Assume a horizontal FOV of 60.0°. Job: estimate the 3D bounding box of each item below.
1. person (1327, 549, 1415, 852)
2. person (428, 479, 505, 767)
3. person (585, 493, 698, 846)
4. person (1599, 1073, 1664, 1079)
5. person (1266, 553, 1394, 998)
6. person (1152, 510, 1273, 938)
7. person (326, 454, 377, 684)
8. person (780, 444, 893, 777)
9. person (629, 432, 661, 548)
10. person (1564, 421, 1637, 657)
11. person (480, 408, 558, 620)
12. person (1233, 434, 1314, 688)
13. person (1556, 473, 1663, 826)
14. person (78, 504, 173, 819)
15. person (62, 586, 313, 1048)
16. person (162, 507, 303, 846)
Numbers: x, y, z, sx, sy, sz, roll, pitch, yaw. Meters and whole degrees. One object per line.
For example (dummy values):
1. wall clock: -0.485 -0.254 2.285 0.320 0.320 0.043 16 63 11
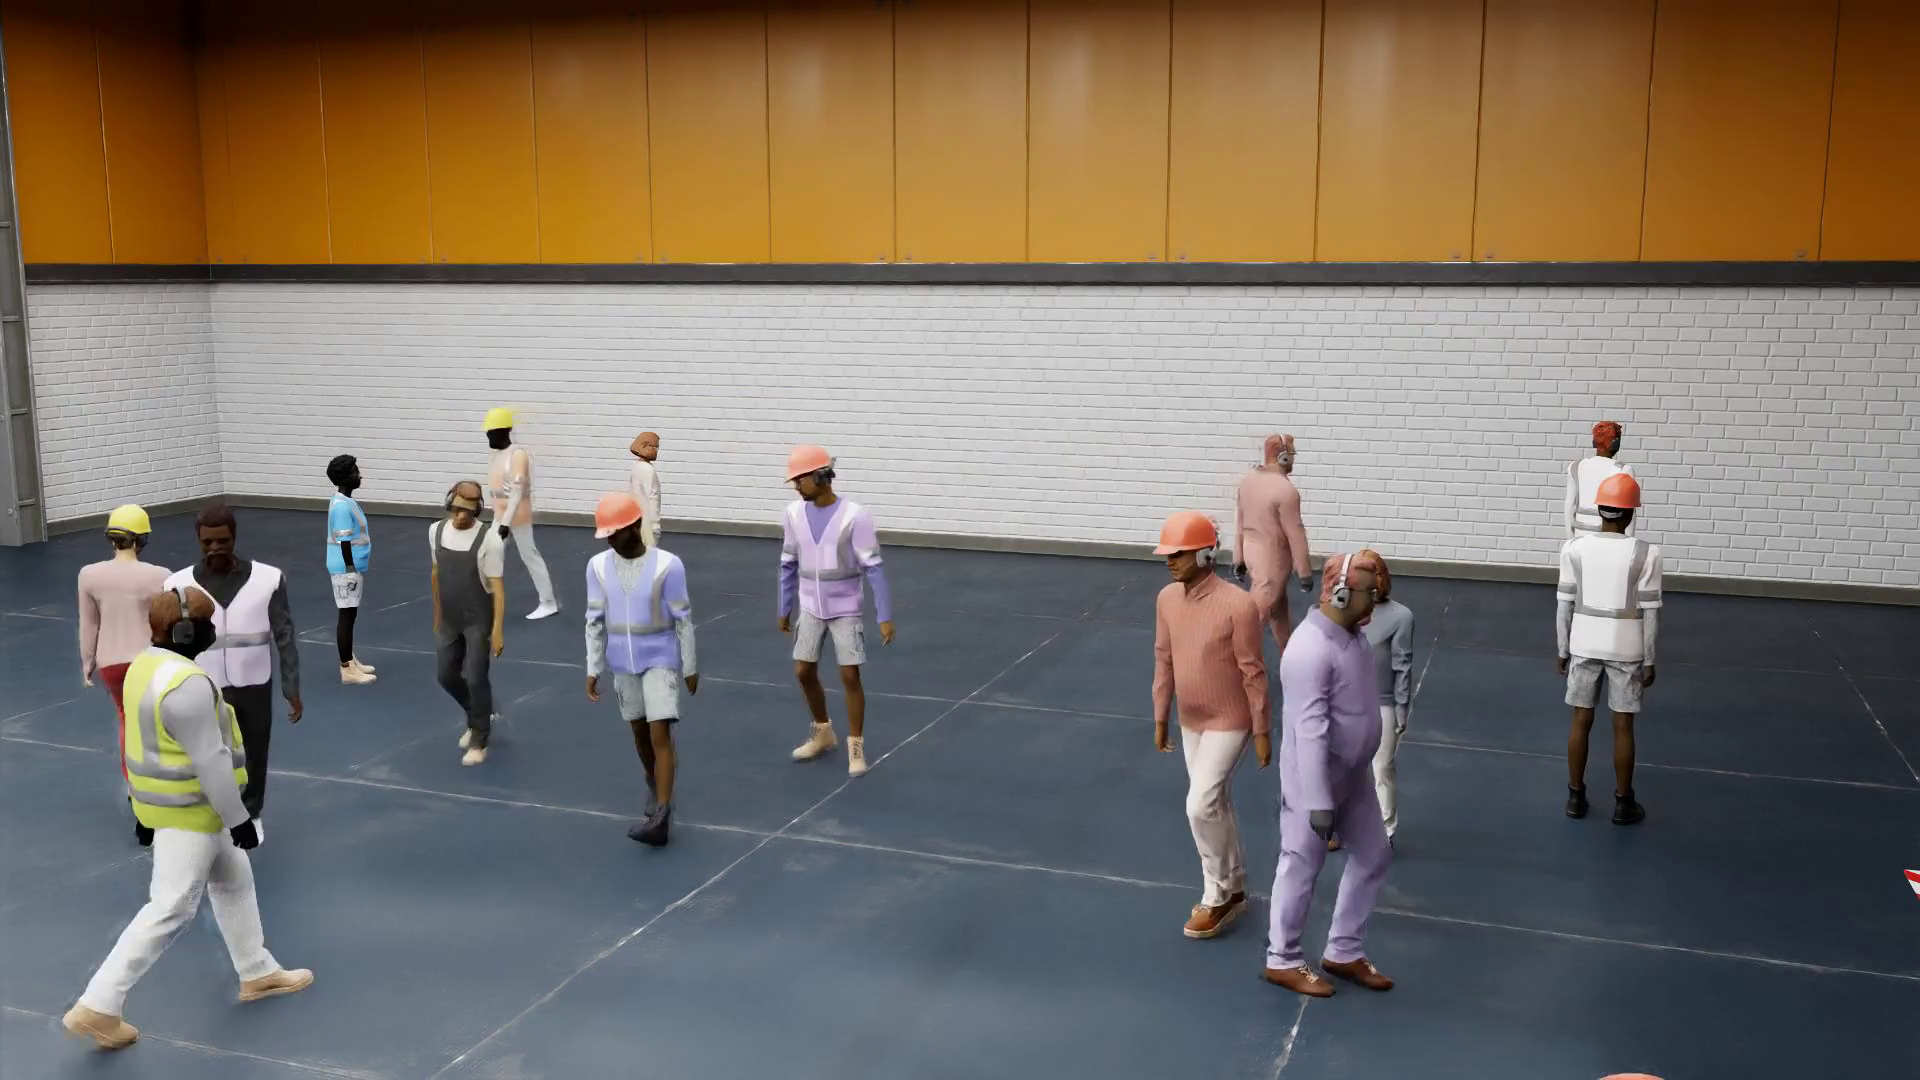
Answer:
1. person: 2.090 0.848 8.600 0.494 1.624 0.279 6 11 33
2. person: -2.990 0.495 10.244 0.575 1.802 0.627 3 10 18
3. person: -1.729 0.669 8.988 0.567 1.869 0.929 2 9 11
4. person: 0.965 1.685 2.588 0.557 1.875 0.996 4 10 21
5. person: 1.591 0.990 6.888 0.643 1.883 0.682 6 11 33
6. person: 1.126 0.832 7.656 0.637 1.957 0.636 -6 11 -32
7. person: -4.519 0.211 12.313 0.318 1.700 0.536 -3 10 -19
8. person: -0.728 0.422 10.052 0.815 2.020 0.475 4 10 24
9. person: -2.767 -0.146 14.736 0.278 1.633 0.498 -5 10 -28
10. person: 4.997 0.013 12.977 0.352 1.883 0.580 -7 12 -38
11. person: -3.937 -0.197 14.314 1.024 1.869 0.597 -9 13 -44
12. person: 2.365 0.163 12.075 0.952 1.860 0.678 -3 10 -18
13. person: 3.573 0.597 9.179 0.546 1.939 0.375 6 11 35
14. person: -4.607 0.664 9.357 0.543 1.746 0.598 0 9 -1
15. person: -3.139 1.078 6.632 0.928 1.802 0.625 -7 11 -35
16. person: -3.697 0.748 8.485 0.611 1.873 1.009 -4 10 -24
